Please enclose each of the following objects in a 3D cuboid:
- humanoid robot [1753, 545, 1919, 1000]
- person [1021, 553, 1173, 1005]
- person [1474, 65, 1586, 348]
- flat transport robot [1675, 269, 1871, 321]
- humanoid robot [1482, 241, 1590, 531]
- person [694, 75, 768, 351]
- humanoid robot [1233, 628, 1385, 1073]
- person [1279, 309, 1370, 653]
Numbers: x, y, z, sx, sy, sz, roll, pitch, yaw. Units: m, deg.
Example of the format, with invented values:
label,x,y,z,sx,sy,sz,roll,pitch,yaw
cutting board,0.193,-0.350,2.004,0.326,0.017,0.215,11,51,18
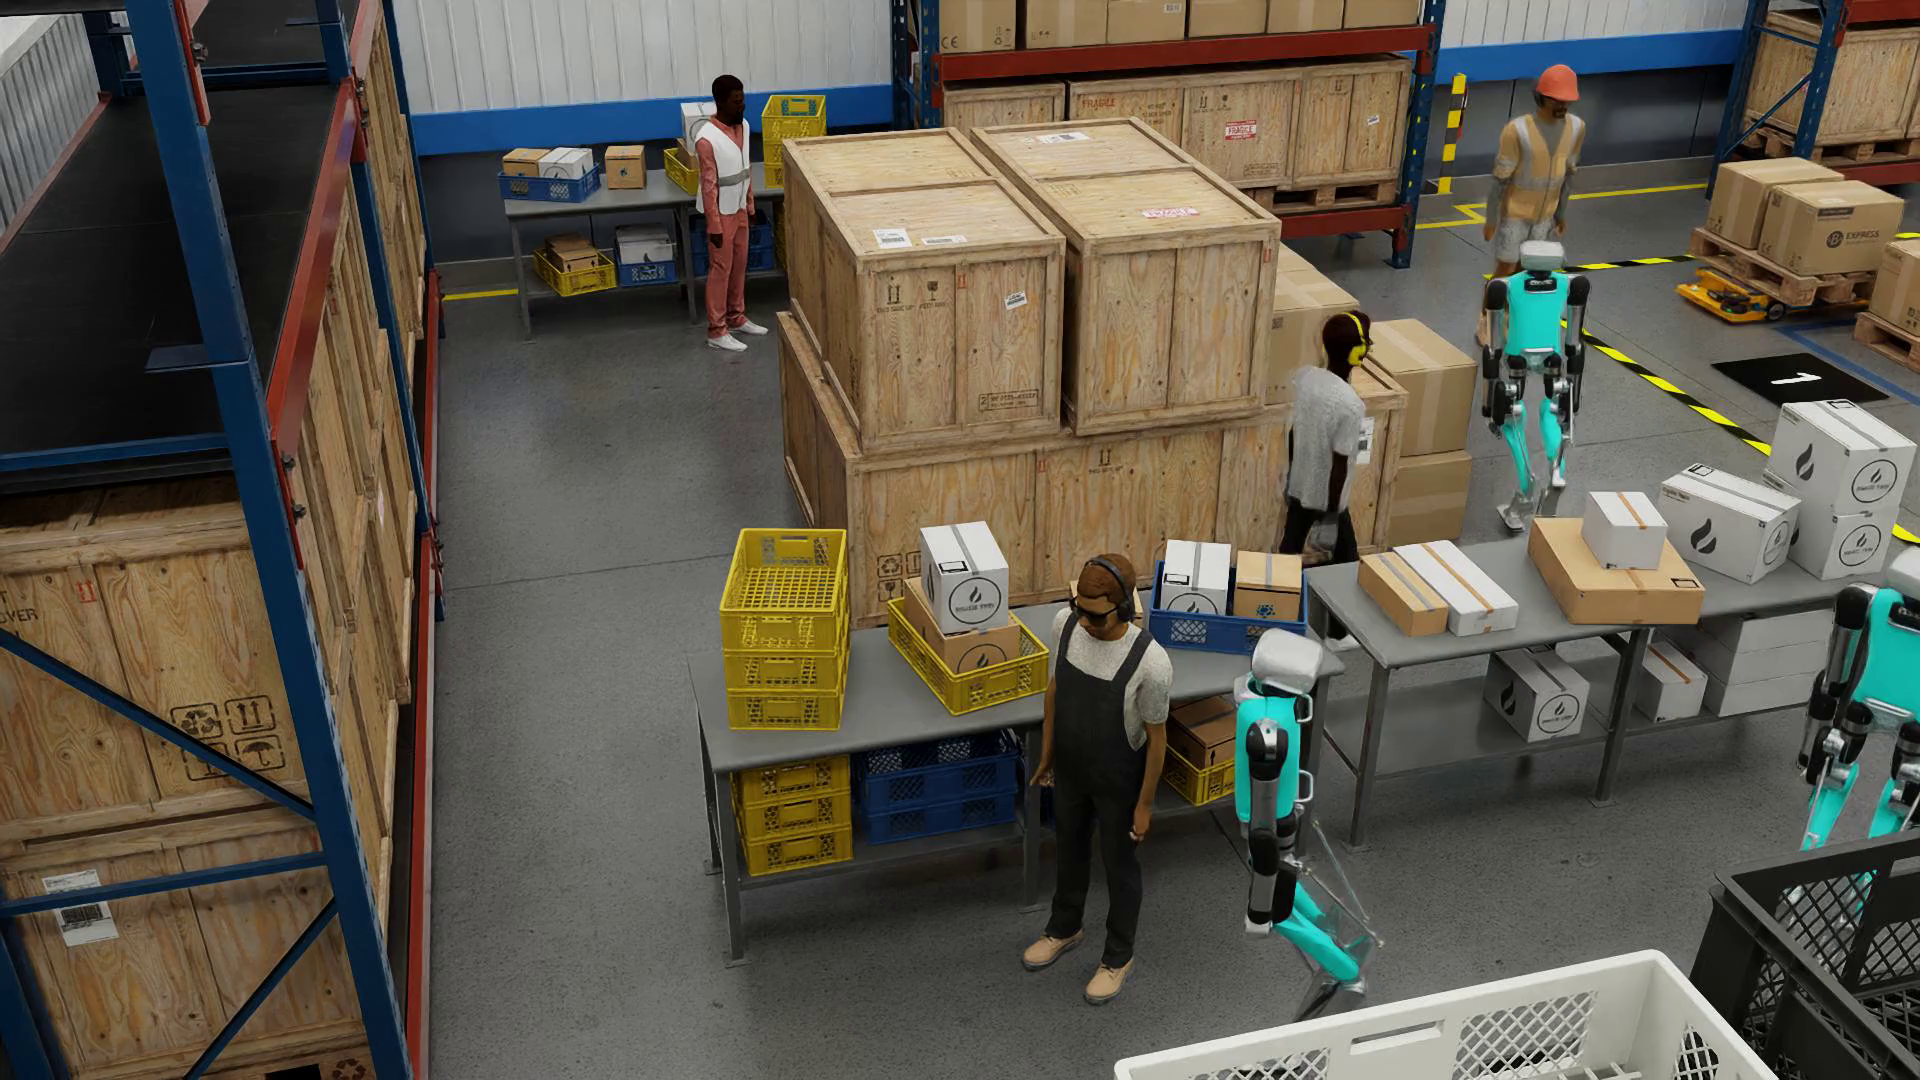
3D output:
label,x,y,z,sx,sy,sz,roll,pitch,yaw
humanoid robot,3.148,0.982,5.910,0.549,1.878,0.815,24,37,36
person,0.489,0.849,5.946,0.504,1.841,0.345,23,36,35
person,3.903,-2.244,11.396,0.620,2.016,0.516,-8,30,-14
flat transport robot,6.232,-1.909,12.552,1.431,0.197,0.652,-7,30,-13
humanoid robot,3.039,-0.619,8.752,0.565,1.750,1.010,2,29,3
person,-1.619,-2.270,11.543,0.388,1.910,0.585,10,31,18
humanoid robot,1.201,1.132,5.566,0.677,1.837,0.537,5,29,9
person,1.642,-0.212,7.890,0.886,1.832,0.513,-14,32,-23
